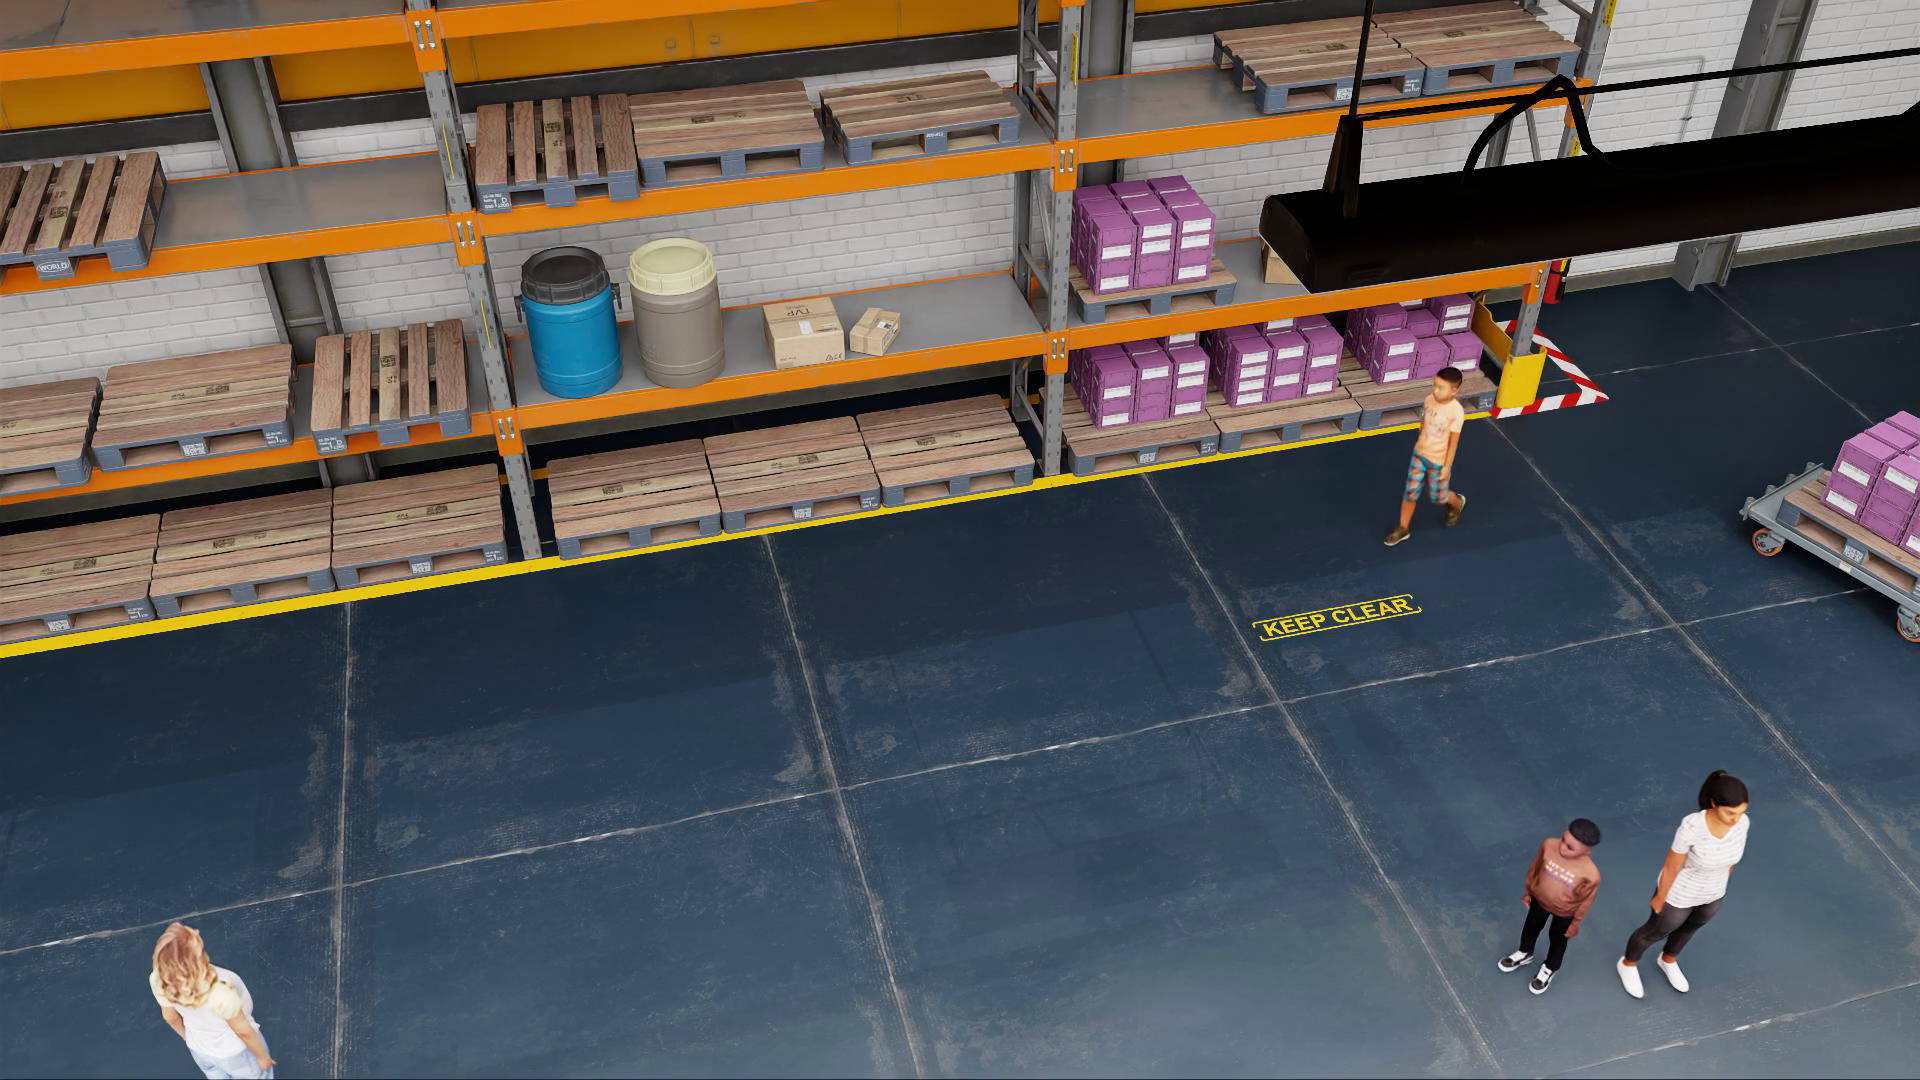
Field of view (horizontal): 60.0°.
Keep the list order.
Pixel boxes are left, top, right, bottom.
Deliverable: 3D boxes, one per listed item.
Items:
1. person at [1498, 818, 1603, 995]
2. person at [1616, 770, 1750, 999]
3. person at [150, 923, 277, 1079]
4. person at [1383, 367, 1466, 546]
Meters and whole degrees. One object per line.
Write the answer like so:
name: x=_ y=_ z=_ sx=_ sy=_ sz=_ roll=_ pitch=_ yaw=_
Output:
person: x=3.225 y=1.944 z=8.967 sx=0.584 sy=1.253 sz=0.585 roll=-28 pitch=46 yaw=-30
person: x=3.859 y=1.830 z=8.801 sx=0.442 sy=1.638 sz=0.607 roll=-10 pitch=40 yaw=-12
person: x=-3.523 y=2.434 z=7.977 sx=0.652 sy=1.723 sz=0.769 roll=9 pitch=39 yaw=11
person: x=3.471 y=-0.617 z=12.019 sx=0.983 sy=1.447 sz=0.764 roll=-26 pitch=45 yaw=-29
